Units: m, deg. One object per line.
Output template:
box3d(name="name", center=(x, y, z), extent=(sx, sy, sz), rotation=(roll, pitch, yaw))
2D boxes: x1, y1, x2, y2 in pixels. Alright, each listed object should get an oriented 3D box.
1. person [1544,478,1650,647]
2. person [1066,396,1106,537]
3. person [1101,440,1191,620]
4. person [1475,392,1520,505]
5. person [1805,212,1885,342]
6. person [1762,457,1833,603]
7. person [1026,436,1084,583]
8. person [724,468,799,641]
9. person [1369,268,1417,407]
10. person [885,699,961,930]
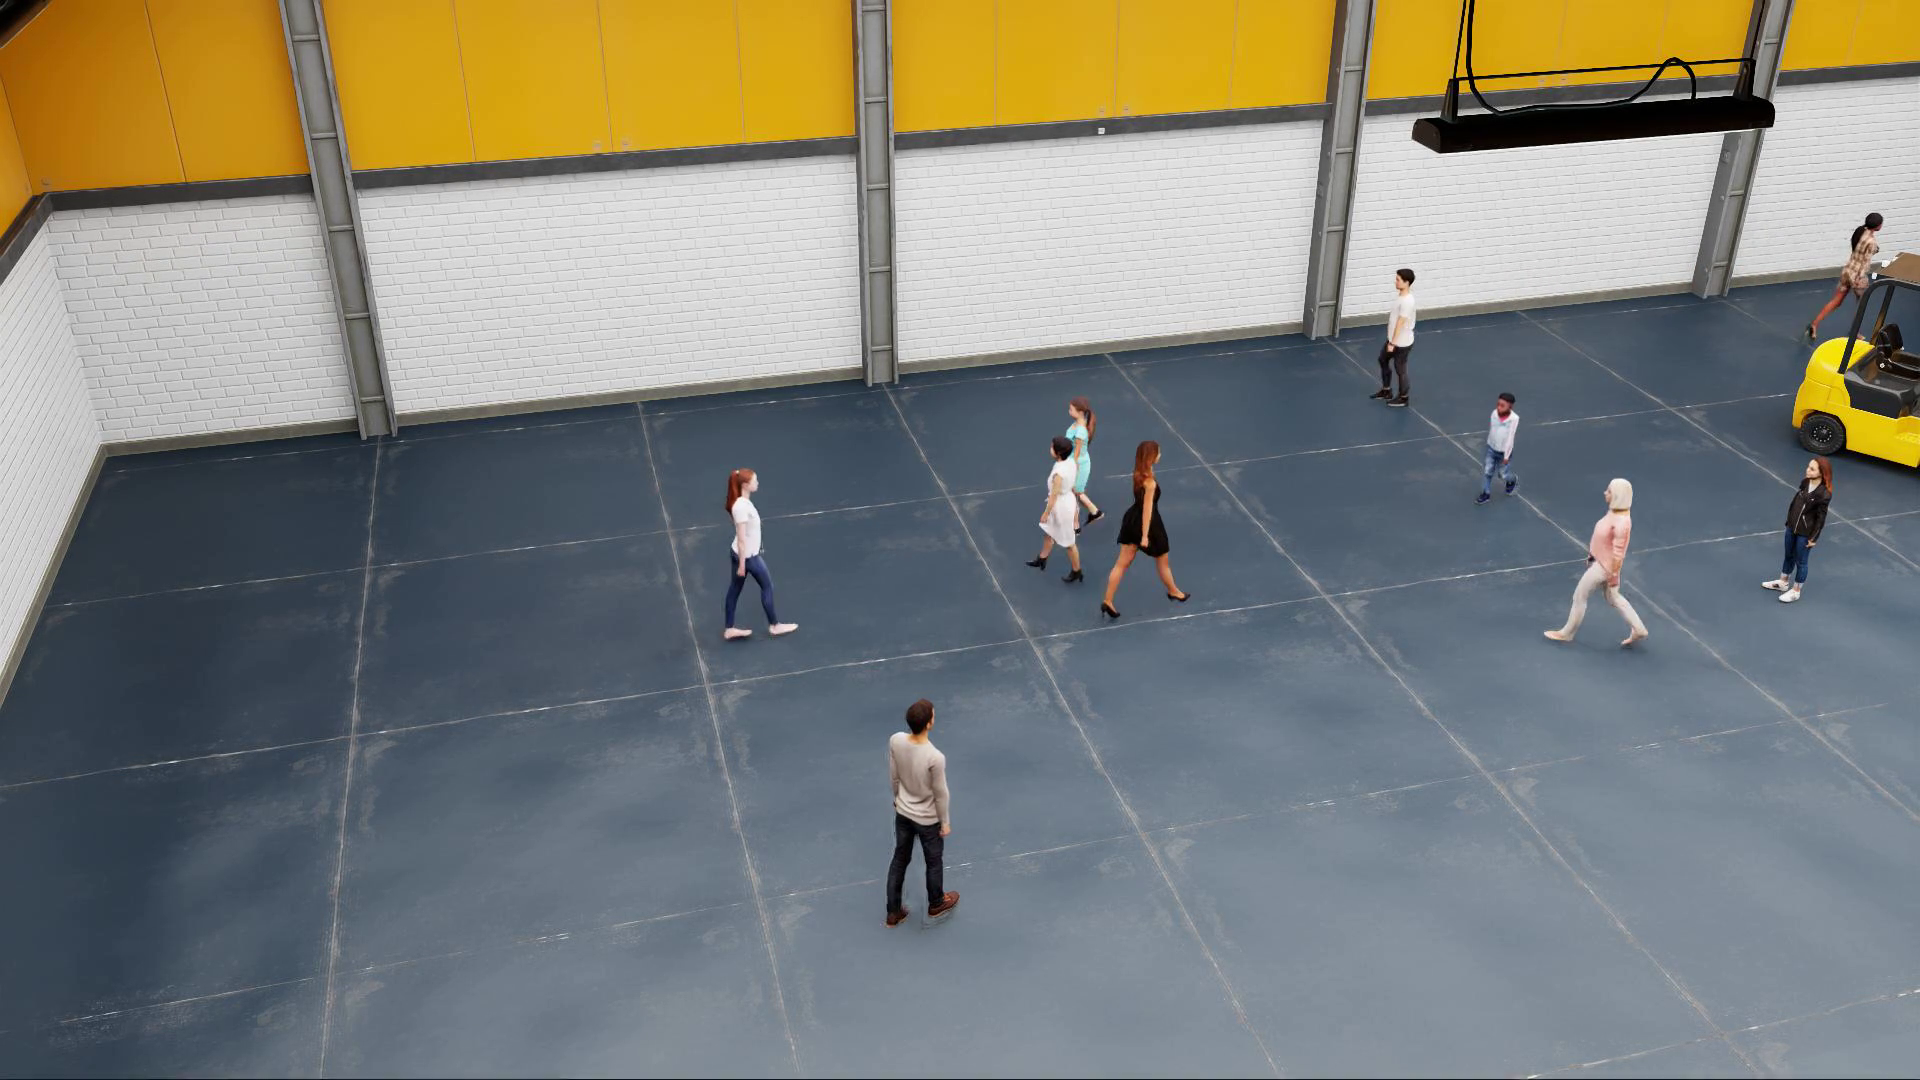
box3d(name="person", center=(5.903, 0.233, 14.948), extent=(1.204, 1.688, 0.991), rotation=(8, 30, 15))
box3d(name="person", center=(1.262, -0.734, 16.867), extent=(0.815, 1.549, 0.699), rotation=(4, 29, 7))
box3d(name="person", center=(1.589, -0.047, 15.366), extent=(1.145, 1.779, 0.624), rotation=(-9, 30, -16))
box3d(name="person", center=(5.774, -0.990, 17.655), extent=(0.851, 1.243, 0.692), rotation=(-23, 36, -36))
box3d(name="person", center=(11.425, -3.343, 21.436), extent=(1.084, 1.754, 0.640), rotation=(-5, 29, -9))
box3d(name="person", center=(8.019, -0.119, 15.808), extent=(0.505, 1.483, 0.573), rotation=(-6, 29, -10))
box3d(name="person", center=(1.062, -0.265, 16.029), extent=(0.932, 1.528, 0.807), rotation=(8, 30, 15))
box3d(name="person", center=(-2.038, 0.161, 15.057), extent=(0.924, 1.710, 0.635), rotation=(-12, 31, -20))
box3d(name="person", center=(5.309, -2.394, 19.749), extent=(0.775, 1.703, 0.729), rotation=(0, 29, 0))
box3d(name="person", center=(-0.311, 1.919, 11.666), extent=(0.924, 1.872, 0.998), rotation=(18, 33, 30))
